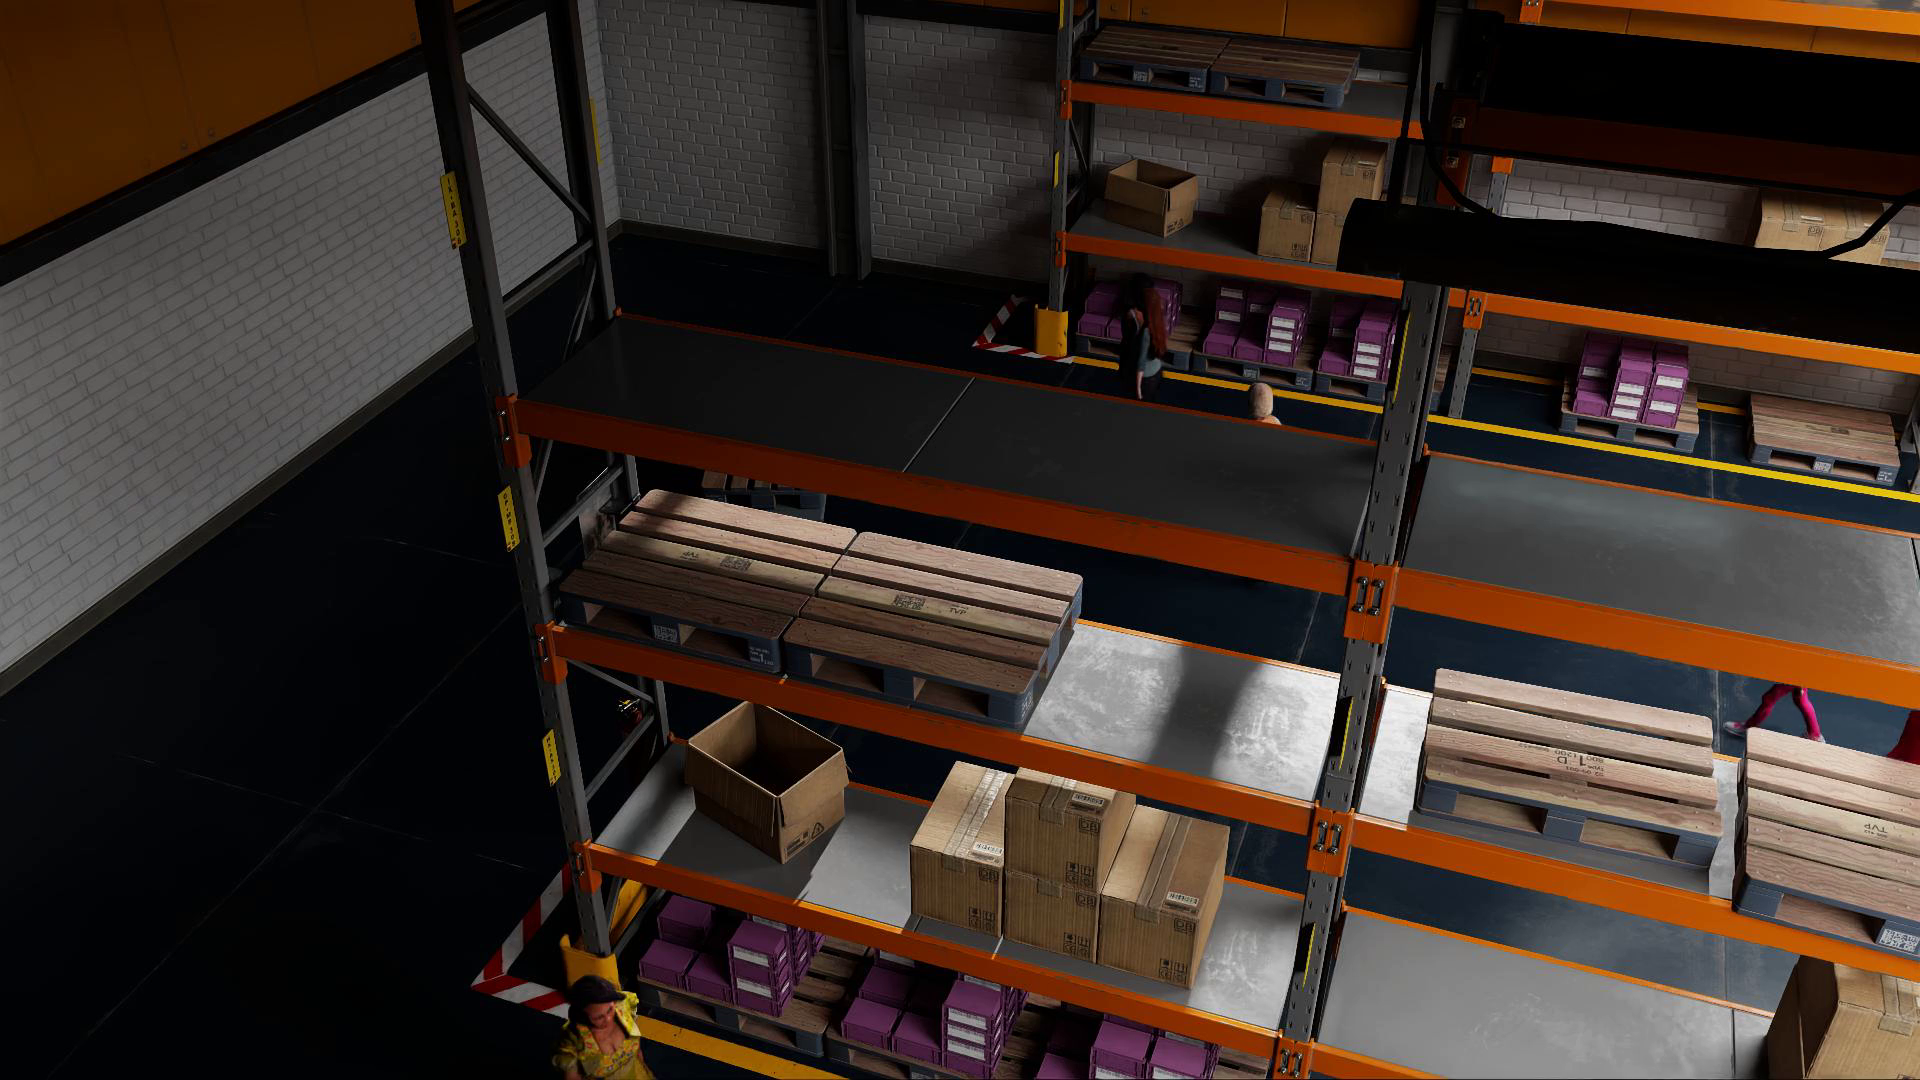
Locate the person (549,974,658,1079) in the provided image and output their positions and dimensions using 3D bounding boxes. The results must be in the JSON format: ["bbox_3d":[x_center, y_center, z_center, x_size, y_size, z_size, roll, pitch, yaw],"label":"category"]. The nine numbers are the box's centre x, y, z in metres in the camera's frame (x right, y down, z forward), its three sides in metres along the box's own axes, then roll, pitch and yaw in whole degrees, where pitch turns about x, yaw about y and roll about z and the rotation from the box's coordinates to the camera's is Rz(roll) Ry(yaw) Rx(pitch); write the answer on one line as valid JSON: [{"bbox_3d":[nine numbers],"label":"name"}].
[{"bbox_3d":[-1.838,2.756,8.448,1.121,1.643,0.912,23,40,31],"label":"person"}]

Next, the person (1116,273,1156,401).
[{"bbox_3d":[1.610,-1.612,14.968,0.667,1.698,0.690,-23,40,-30],"label":"person"}]

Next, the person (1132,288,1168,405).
[{"bbox_3d":[1.654,-1.410,14.625,0.600,1.743,0.630,19,38,26],"label":"person"}]
